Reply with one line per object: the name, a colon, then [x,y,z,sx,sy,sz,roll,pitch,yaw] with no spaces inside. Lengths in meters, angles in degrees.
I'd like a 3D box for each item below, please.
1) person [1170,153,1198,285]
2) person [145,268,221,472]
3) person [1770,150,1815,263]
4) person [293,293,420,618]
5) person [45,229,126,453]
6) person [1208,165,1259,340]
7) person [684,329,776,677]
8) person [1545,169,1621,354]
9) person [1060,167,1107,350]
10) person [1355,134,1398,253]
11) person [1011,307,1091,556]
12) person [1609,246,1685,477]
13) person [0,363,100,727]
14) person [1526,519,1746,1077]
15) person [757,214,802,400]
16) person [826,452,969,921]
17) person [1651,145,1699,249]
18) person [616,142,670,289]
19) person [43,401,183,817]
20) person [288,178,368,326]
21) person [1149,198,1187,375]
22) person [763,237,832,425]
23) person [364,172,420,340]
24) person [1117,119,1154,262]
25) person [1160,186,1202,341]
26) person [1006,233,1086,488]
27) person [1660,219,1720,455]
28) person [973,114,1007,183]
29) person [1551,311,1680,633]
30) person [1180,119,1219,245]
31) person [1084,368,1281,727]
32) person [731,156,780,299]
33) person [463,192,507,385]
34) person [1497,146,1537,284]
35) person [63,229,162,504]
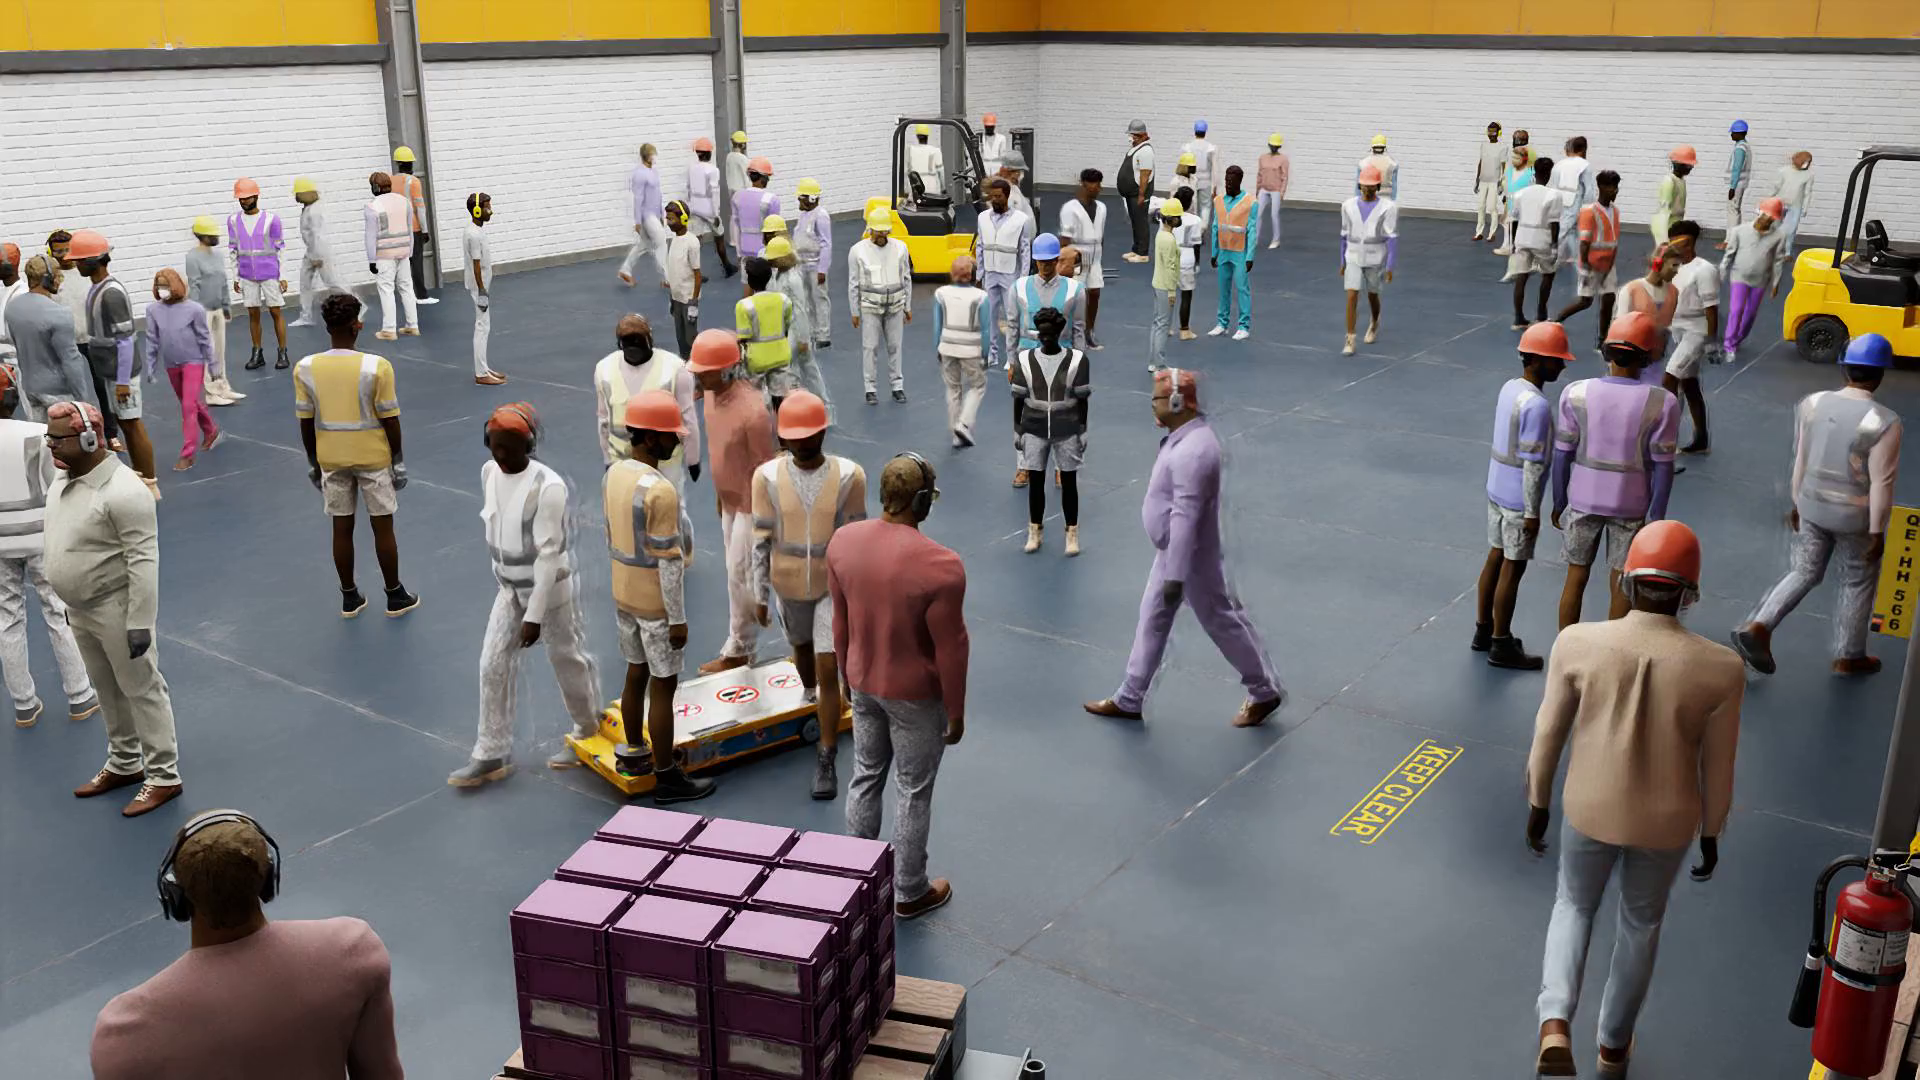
person: [2.979,-4.264,22.095,0.489,1.734,0.335,-16,23,-40]
person: [-6.260,-1.423,13.434,0.501,1.584,0.866,2,18,6]
person: [11.922,-4.822,24.036,0.656,1.605,0.377,10,20,28]
person: [-3.598,-0.489,9.905,0.608,1.966,0.374,1,18,3]
person: [-7.178,-1.602,13.576,0.524,1.857,0.341,-14,22,-36]
person: [3.047,-3.194,18.470,0.395,1.910,0.586,-16,24,-42]
person: [-1.110,-0.234,9.149,0.818,1.953,0.634,-12,21,-33]
person: [6.712,-2.948,17.628,0.613,1.943,0.804,-12,21,-33]
person: [1.294,-3.051,17.970,0.623,1.937,0.709,-12,21,-32]
person: [5.987,-4.907,23.966,0.585,1.824,0.404,4,18,13]
person: [0.602,-0.727,11.105,0.536,1.686,0.321,3,18,9]
person: [5.321,-1.399,13.035,0.680,1.780,0.974,-5,18,-15]
person: [-4.738,0.031,8.409,0.572,1.886,0.354,-4,18,-14]
person: [2.196,0.917,5.505,0.628,1.976,0.658,8,20,25]
person: [-1.691,-2.137,15.419,0.484,1.745,0.297,9,20,25]
person: [-0.230,0.593,6.595,0.630,1.929,0.391,11,21,31]
person: [8.389,-3.625,19.643,0.451,2.027,0.691,10,20,28]
person: [-4.112,-4.225,21.708,0.990,1.903,0.642,3,18,9]
person: [-3.864,0.309,7.503,0.638,1.911,0.406,12,21,32]
person: [-7.383,-3.336,19.239,0.843,1.705,0.490,-11,21,-32]
person: [2.064,-2.494,16.500,0.312,1.767,0.533,-1,18,-4]
person: [-1.517,-1.772,14.357,0.873,1.682,0.492,-4,18,-13]
person: [-6.329,-3.152,18.454,0.429,1.837,0.628,11,21,30]
person: [2.533,-5.064,24.096,0.535,2.000,0.686,-3,18,-8]
person: [2.425,-3.048,18.362,0.538,1.692,0.319,15,23,39]
person: [0.649,-1.356,12.648,0.605,1.948,0.391,1,18,5]
person: [5.896,-1.639,13.600,0.709,1.909,0.697,3,18,8]
person: [0.499,-6.018,27.315,0.568,1.890,0.946,-2,18,-5]
person: [3.472,-0.204,8.892,0.609,2.043,0.379,10,20,29]
person: [3.655,-5.468,25.538,0.624,1.927,0.551,4,18,11]
person: [1.191,0.064,8.386,0.998,1.851,0.732,1,18,3]
person: [-2.170,-3.133,18.080,0.611,2.032,0.411,10,20,28]
person: [-4.645,-2.436,16.174,0.324,1.861,0.510,-6,19,-18]
person: [7.506,-4.342,22.209,0.659,1.820,0.586,-4,18,-13]
person: [-6.177,-1.236,12.124,0.394,2.040,0.610,-12,21,-33]
